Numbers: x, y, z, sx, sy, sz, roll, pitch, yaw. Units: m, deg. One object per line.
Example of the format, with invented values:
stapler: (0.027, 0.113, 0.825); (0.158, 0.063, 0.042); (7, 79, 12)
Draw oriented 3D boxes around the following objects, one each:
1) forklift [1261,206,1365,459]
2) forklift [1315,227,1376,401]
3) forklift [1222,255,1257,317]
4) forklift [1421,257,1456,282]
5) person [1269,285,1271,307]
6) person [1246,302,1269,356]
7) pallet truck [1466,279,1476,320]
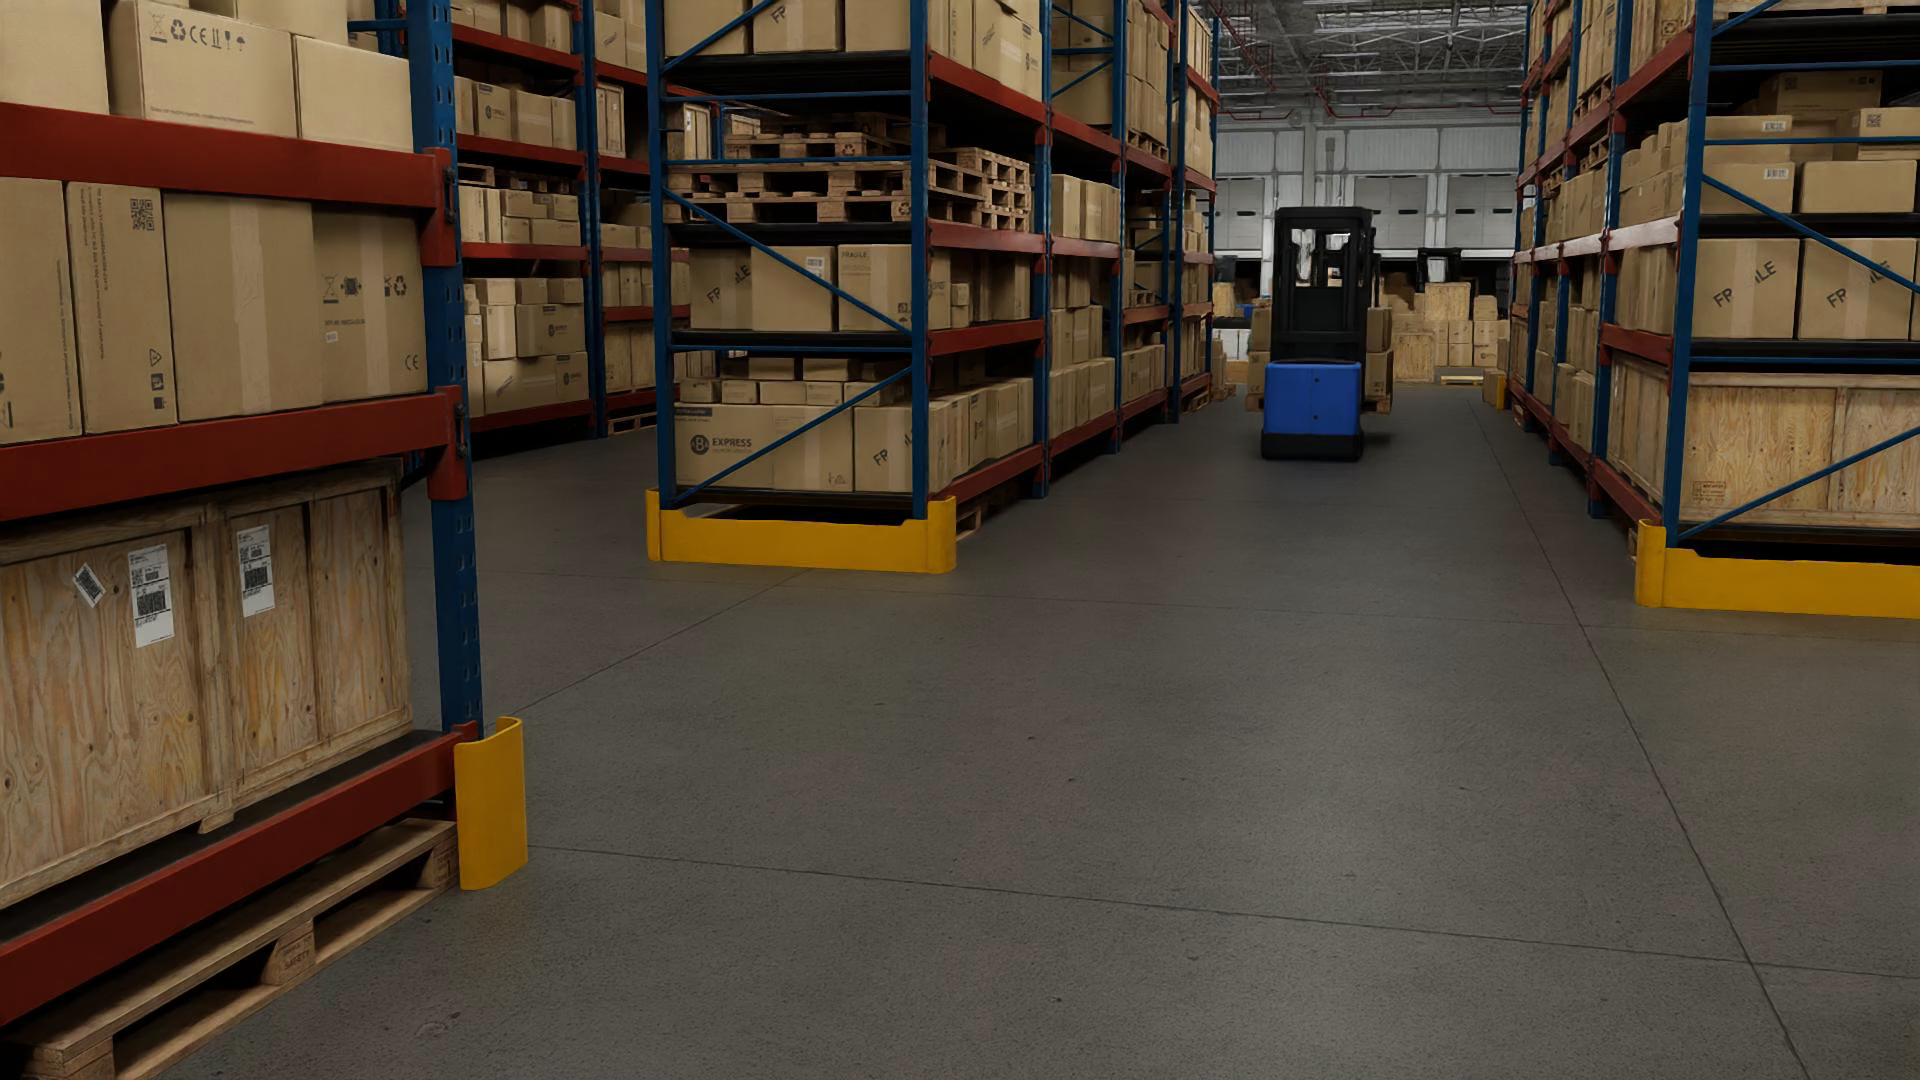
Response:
forklift: (4.065, -2.384, 18.919); (1.129, 2.768, 1.873); (2, 9, 15)
forklift: (6.101, -3.577, 26.497); (1.129, 2.768, 1.873); (2, 9, 15)
forklift: (9.336, -8.492, 57.723); (1.873, 2.768, 1.129); (0, 9, -3)
forklift: (12.635, -6.339, 44.048); (1.129, 2.768, 1.873); (2, 9, 15)
person: (10.321, -7.459, 54.268); (0.867, 1.908, 0.552); (8, 12, 41)
person: (5.232, -3.289, 28.668); (0.519, 1.616, 0.678); (-5, 10, -29)
pallet truck: (18.896, -8.459, 60.307); (1.885, 1.965, 0.823); (5, 10, 31)
